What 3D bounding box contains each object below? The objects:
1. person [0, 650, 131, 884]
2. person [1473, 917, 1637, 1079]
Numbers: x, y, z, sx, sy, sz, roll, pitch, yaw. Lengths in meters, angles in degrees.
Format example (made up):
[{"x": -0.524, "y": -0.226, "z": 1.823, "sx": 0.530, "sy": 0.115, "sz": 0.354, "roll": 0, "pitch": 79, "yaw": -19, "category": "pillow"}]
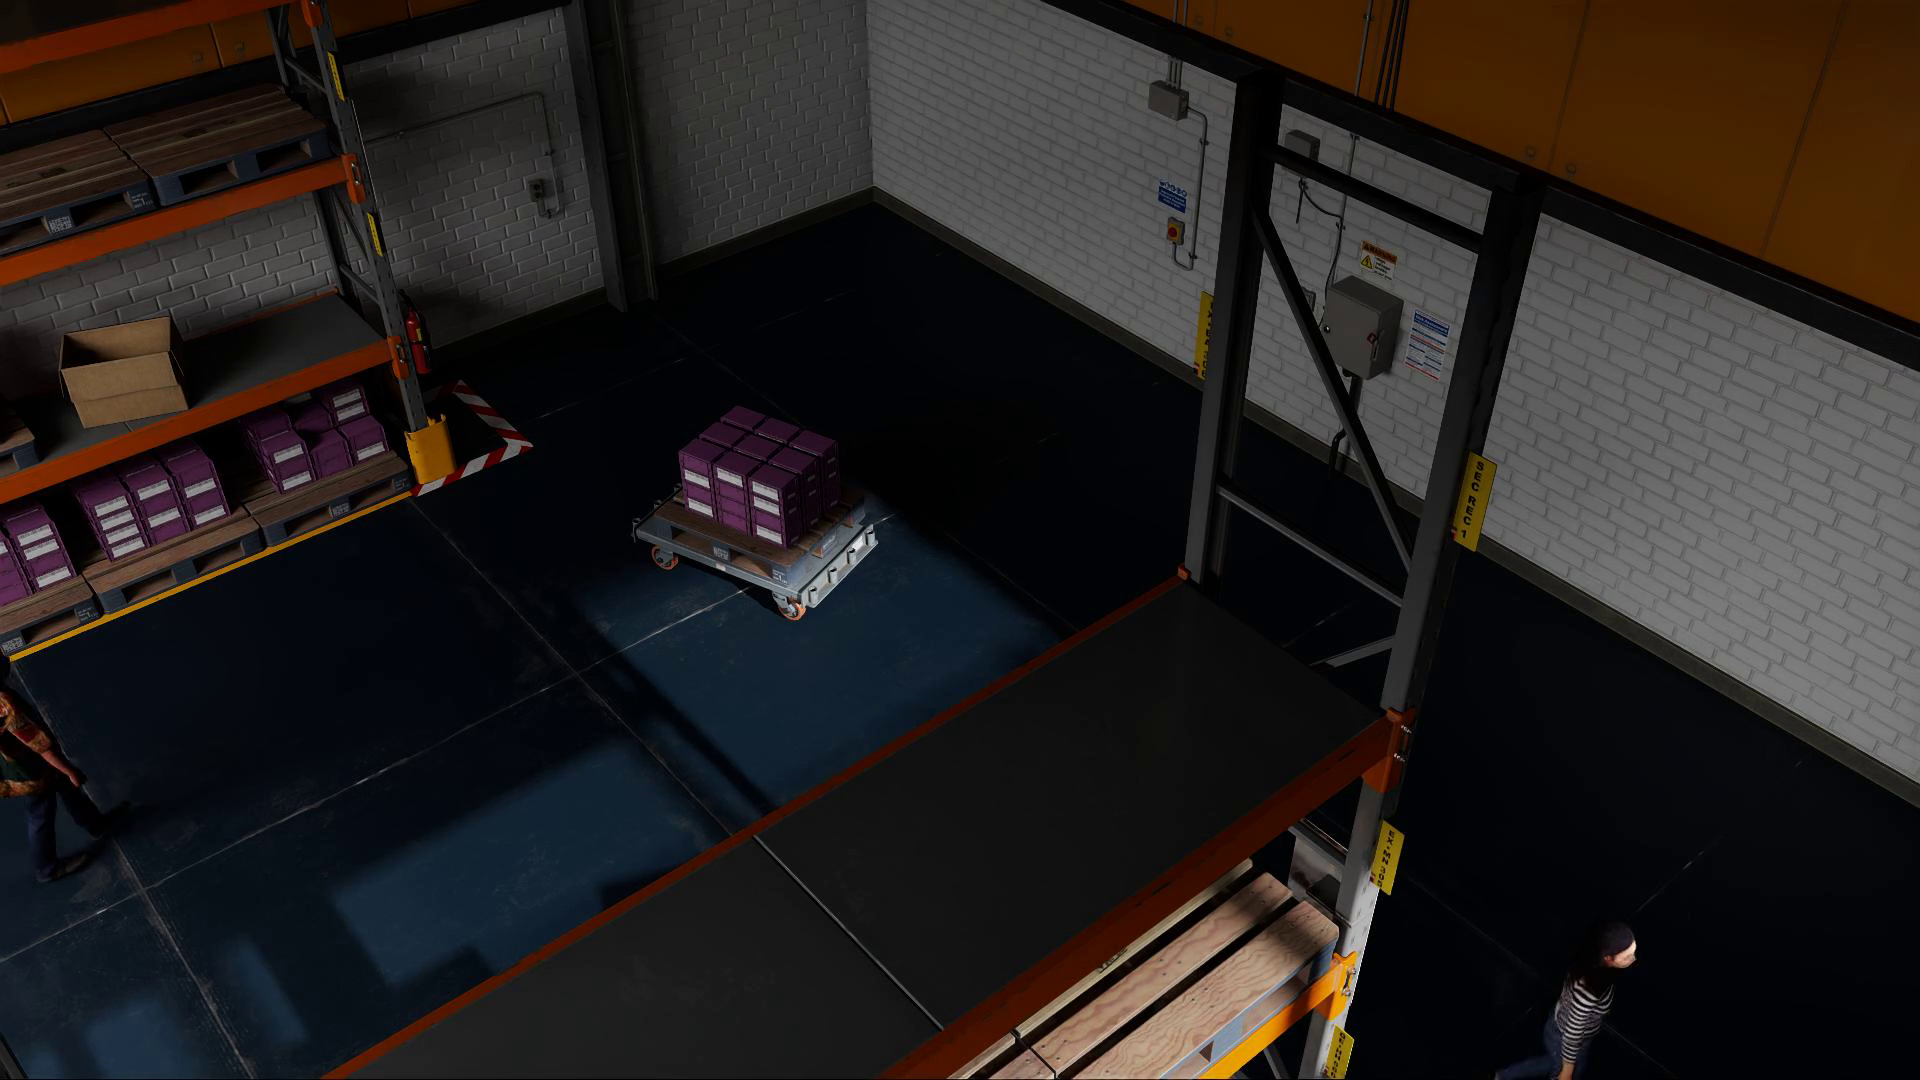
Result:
[{"x": -5.529, "y": 1.358, "z": 9.697, "sx": 0.809, "sy": 1.785, "sz": 0.991, "roll": 26, "pitch": 46, "yaw": 29, "category": "person"}, {"x": 2.958, "y": 2.456, "z": 8.326, "sx": 0.830, "sy": 1.780, "sz": 0.806, "roll": 16, "pitch": 41, "yaw": 19, "category": "person"}]
